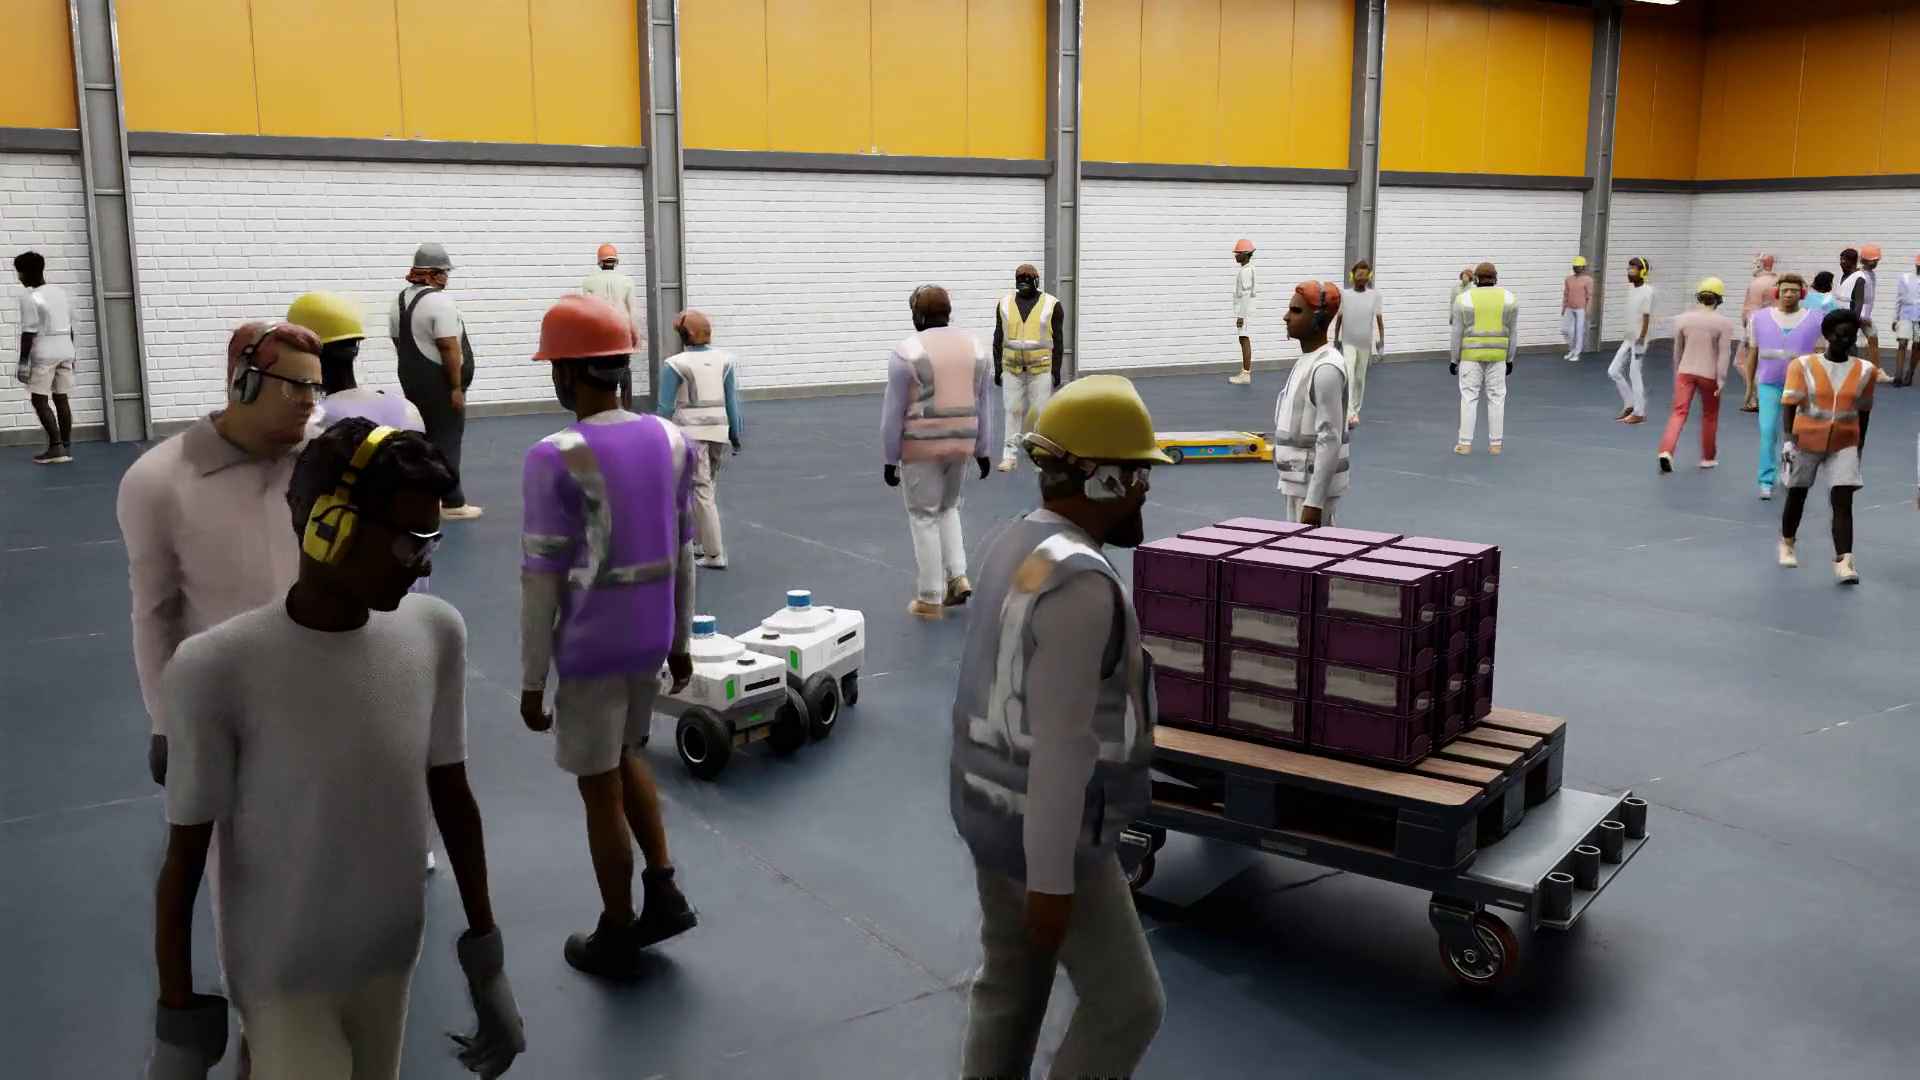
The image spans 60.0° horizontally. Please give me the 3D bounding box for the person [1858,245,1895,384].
[{"bbox_3d":[12.836,-3.220,23.750,0.609,1.976,1.044,-8,13,-37],"label":"person"}]

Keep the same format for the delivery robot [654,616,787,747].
[{"bbox_3d":[-1.029,0.548,6.688,0.707,0.478,0.477,9,14,41],"label":"delivery robot"}]

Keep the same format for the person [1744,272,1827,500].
[{"bbox_3d":[6.656,-1.255,13.427,0.575,1.807,0.942,5,12,26],"label":"person"}]

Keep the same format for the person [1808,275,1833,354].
[{"bbox_3d":[11.312,-2.740,22.045,0.625,1.615,0.508,-1,10,-5],"label":"person"}]

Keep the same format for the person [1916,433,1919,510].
[{"bbox_3d":[4.755,-0.263,7.649,0.637,1.921,0.437,4,11,23],"label":"person"}]

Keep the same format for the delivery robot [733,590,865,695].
[{"bbox_3d":[-0.689,0.460,7.168,0.477,0.478,0.707,4,11,22],"label":"delivery robot"}]

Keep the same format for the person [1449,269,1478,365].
[{"bbox_3d":[8.328,-3.675,27.340,0.529,1.562,0.991,7,13,35],"label":"person"}]

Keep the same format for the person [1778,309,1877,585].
[{"bbox_3d":[5.271,-0.586,10.153,0.545,1.649,0.888,2,11,13],"label":"person"}]

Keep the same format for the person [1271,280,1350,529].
[{"bbox_3d":[1.581,-0.231,7.571,0.353,1.884,0.577,0,10,1],"label":"person"}]

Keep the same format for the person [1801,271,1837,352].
[{"bbox_3d":[10.731,-2.534,20.841,0.857,1.652,0.540,-4,11,-20],"label":"person"}]

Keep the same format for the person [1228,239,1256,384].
[{"bbox_3d":[4.000,-3.226,23.554,0.375,2.044,0.607,2,11,12],"label":"person"}]

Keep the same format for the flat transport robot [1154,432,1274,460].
[{"bbox_3d":[2.235,-0.880,15.549,1.431,0.197,0.652,-1,10,-8],"label":"flat transport robot"}]

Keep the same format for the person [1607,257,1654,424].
[{"bbox_3d":[7.470,-2.205,18.483,0.441,1.851,0.553,-1,10,-5],"label":"person"}]

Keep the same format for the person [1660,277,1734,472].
[{"bbox_3d":[6.541,-1.463,14.754,0.534,1.729,0.882,10,14,43],"label":"person"}]

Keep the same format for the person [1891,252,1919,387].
[{"bbox_3d":[13.188,-3.040,22.963,0.565,1.882,0.978,6,12,30],"label":"person"}]

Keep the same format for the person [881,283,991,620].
[{"bbox_3d":[-0.142,-0.475,9.061,0.656,1.825,0.450,-7,13,-34],"label":"person"}]

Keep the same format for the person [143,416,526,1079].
[{"bbox_3d":[-1.033,0.700,2.668,0.802,1.817,0.525,7,13,35],"label":"person"}]

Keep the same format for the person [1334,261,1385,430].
[{"bbox_3d":[4.355,-2.122,18.139,0.538,1.813,0.994,1,10,7],"label":"person"}]

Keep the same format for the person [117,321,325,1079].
[{"bbox_3d":[-1.751,0.384,4.228,0.637,1.882,0.603,-7,12,-32],"label":"person"}]

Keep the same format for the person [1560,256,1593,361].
[{"bbox_3d":[10.285,-3.857,27.779,0.364,1.754,0.544,-8,13,-38],"label":"person"}]

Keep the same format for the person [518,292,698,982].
[{"bbox_3d":[-0.991,0.289,4.596,0.397,1.924,0.561,7,12,34],"label":"person"}]

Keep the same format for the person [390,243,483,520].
[{"bbox_3d":[-3.861,-1.178,12.330,0.704,2.000,0.535,9,13,39],"label":"person"}]

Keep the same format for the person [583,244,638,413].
[{"bbox_3d":[-4.021,-2.402,19.158,0.613,1.997,0.374,-3,11,-15],"label":"person"}]

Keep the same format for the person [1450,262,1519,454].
[{"bbox_3d":[4.998,-1.730,15.922,0.622,1.838,0.429,1,10,5],"label":"person"}]

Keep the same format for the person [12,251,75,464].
[{"bbox_3d":[-8.372,-1.670,15.314,0.420,1.941,0.654,2,11,12],"label":"person"}]

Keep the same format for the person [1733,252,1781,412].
[{"bbox_3d":[9.431,-2.440,19.655,0.667,1.892,0.419,-8,13,-39],"label":"person"}]

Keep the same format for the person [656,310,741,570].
[{"bbox_3d":[-1.712,-0.638,10.521,0.724,1.607,0.551,10,14,44],"label":"person"}]

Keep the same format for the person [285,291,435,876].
[{"bbox_3d":[-2.042,0.151,5.427,0.790,1.897,0.602,6,12,31],"label":"person"}]

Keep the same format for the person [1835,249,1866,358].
[{"bbox_3d":[12.282,-3.061,23.005,0.391,1.913,0.588,1,10,5],"label":"person"}]

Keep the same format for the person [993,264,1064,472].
[{"bbox_3d":[0.593,-1.512,14.709,0.633,1.841,0.429,3,11,14],"label":"person"}]

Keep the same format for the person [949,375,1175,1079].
[{"bbox_3d":[0.195,0.571,3.393,0.500,1.802,0.611,-2,11,-12],"label":"person"}]
